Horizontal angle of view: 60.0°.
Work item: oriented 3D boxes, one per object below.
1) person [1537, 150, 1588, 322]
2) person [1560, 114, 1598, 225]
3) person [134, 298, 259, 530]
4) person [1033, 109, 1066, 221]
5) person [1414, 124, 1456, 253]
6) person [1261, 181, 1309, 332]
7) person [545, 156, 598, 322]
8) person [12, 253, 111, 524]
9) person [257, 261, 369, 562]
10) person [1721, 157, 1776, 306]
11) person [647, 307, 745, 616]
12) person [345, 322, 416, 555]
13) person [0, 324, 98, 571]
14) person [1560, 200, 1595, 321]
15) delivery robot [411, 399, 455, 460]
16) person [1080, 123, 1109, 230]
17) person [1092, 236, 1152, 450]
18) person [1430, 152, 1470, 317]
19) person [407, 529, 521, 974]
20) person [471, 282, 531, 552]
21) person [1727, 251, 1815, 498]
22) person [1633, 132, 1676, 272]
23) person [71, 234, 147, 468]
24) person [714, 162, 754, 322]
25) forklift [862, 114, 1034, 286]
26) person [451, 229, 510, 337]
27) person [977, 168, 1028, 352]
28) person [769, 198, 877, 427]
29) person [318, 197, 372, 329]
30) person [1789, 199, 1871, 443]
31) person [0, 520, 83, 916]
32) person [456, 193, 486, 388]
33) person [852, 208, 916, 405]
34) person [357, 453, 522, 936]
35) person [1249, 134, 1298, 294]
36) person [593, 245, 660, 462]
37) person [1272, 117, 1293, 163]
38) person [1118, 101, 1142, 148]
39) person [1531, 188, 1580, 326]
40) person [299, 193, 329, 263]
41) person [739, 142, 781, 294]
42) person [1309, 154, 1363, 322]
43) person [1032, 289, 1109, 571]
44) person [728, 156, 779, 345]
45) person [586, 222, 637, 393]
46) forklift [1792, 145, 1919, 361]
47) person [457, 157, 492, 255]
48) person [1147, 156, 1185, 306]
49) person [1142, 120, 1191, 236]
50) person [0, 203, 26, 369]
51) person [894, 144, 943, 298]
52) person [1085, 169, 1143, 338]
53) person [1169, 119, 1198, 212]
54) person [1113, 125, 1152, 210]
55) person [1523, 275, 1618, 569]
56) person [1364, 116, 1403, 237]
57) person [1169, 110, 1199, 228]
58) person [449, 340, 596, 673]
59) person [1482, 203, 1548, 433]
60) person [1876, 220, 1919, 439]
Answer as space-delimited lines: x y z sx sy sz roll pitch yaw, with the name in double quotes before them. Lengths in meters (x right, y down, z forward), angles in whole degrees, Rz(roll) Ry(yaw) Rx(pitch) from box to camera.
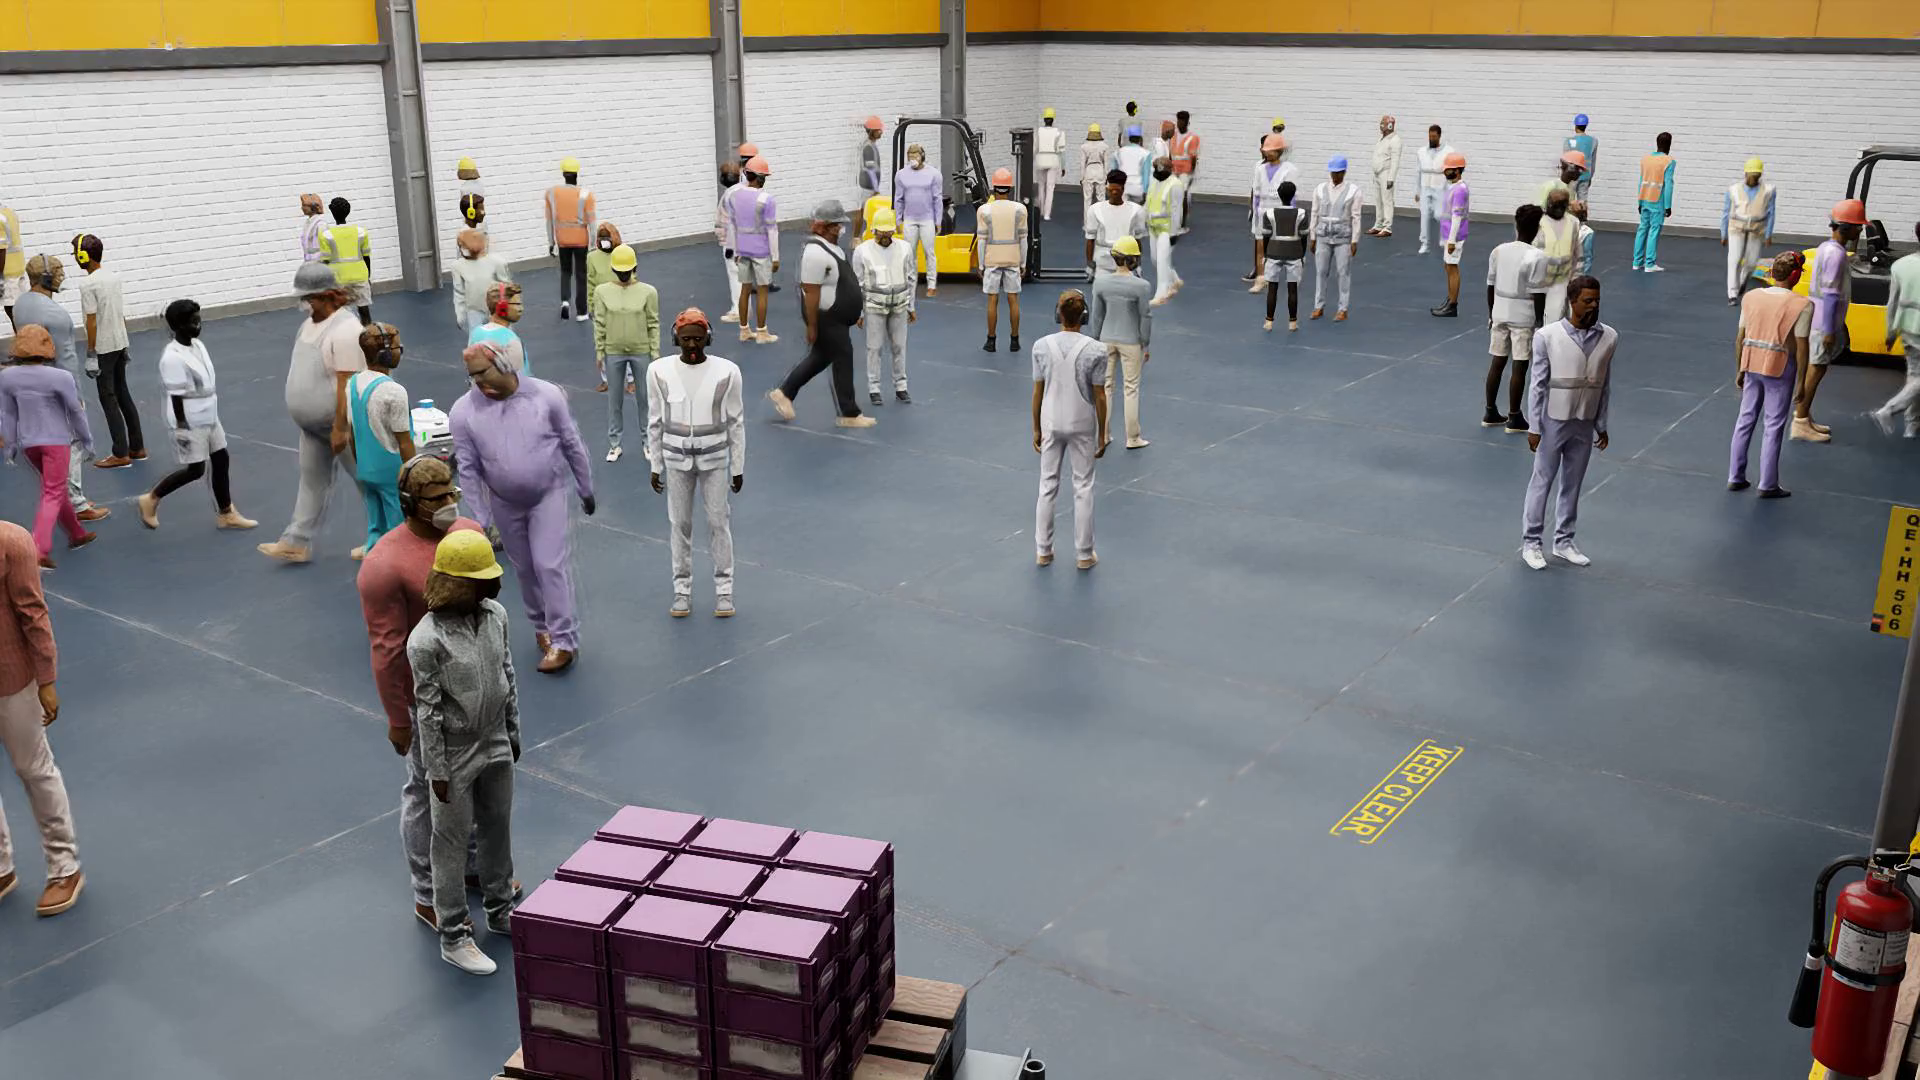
"person" 6.850 -3.481 19.214 0.595 1.993 0.641 15 23 39
"person" 9.831 -5.793 26.525 0.602 1.949 0.387 -4 18 -13
"person" -5.348 -0.842 11.479 0.688 1.669 0.543 -1 18 -2
"person" 1.534 -6.537 28.949 0.615 1.877 0.977 2 18 7
"person" 7.138 -5.283 25.005 0.616 1.900 0.600 11 21 31
"person" 3.668 -3.203 18.829 0.535 1.698 0.318 3 18 8
"person" -4.504 -3.493 19.378 0.606 1.916 0.420 1 18 4
"person" -6.373 -1.057 11.751 0.635 1.929 0.381 14 22 37
"person" -4.170 -0.810 10.790 0.693 2.000 0.876 16 24 41
"person" 9.747 -3.839 20.628 0.603 1.817 0.654 6 19 18
"person" -1.569 -0.456 9.948 0.575 1.880 0.360 0 18 -1
"person" -3.306 -0.342 9.643 0.516 1.843 0.327 12 21 34
"person" -6.009 -0.619 10.927 0.511 1.591 0.839 2 18 6
"person" 6.422 -2.748 17.498 0.315 1.641 0.514 -7 19 -22
"delivery robot" -4.227 -0.876 13.247 0.477 0.478 0.707 -12 21 -33
"person" 2.219 -6.002 27.526 0.485 1.736 0.308 1 18 2
"person" 1.345 -1.634 13.816 0.526 1.765 0.329 10 20 29
"person" 5.835 -3.627 19.788 0.389 1.930 0.544 3 18 10
"person" -1.820 0.792 6.279 0.320 1.737 0.483 9 20 26
"person" -3.023 -0.784 11.027 0.377 1.841 0.567 -15 23 -39
"person" 6.039 -1.228 12.413 0.384 1.845 0.569 -11 21 -30
"person" 9.680 -4.710 23.205 0.397 1.911 0.587 -7 19 -20
"person" -6.816 -1.503 13.264 0.340 1.857 0.524 1 18 2
"person" -2.648 -3.473 19.480 0.439 1.849 0.640 1 18 4
"forklift" -0.171 -4.594 22.377 2.313 2.155 1.214 1 18 3
"person" -4.433 -2.119 15.598 0.583 1.596 0.416 -3 18 -8
"person" 0.445 -2.965 17.697 0.545 1.938 0.355 -2 18 -6
"person" -1.233 -2.002 14.518 0.936 2.000 0.683 1 18 4
"person" -6.343 -2.694 17.239 0.535 1.697 0.318 -13 22 -36
"person" 7.339 -1.846 14.038 0.387 2.037 0.606 7 19 22
"person" -3.906 0.564 6.598 0.625 1.980 0.411 -2 18 -6
"person" -4.673 -2.397 16.054 0.322 1.862 0.512 -5 18 -15
"person" -0.691 -2.154 15.355 0.603 1.820 0.403 -7 19 -21
"person" -2.032 0.597 6.555 0.357 1.938 0.638 8 19 23
"person" 4.071 -4.208 21.445 0.617 2.024 0.818 14 23 38
"person" -2.676 -1.500 13.405 0.524 1.760 0.328 -2 18 -8
"person" 5.428 -6.351 28.567 0.533 1.766 0.318 -2 18 -7
"person" 3.252 -7.397 31.676 0.508 1.868 0.328 8 19 23
"person" 6.035 -2.738 17.191 0.636 1.818 0.664 -2 18 -6
"person" -6.974 -2.946 18.120 0.307 1.640 0.520 -14 22 -37
"person" -2.608 -4.108 21.290 0.578 1.920 0.653 14 22 36
"person" 4.382 -3.526 19.455 0.609 1.940 0.414 11 21 31
"person" 0.708 -0.708 10.812 0.502 1.837 0.349 6 19 18
"person" -2.209 -3.140 18.106 0.612 2.029 0.407 10 20 29
"person" -3.303 -2.207 15.832 0.501 1.627 0.271 3 18 8
"forklift" 9.803 -2.879 17.013 2.313 2.155 1.214 12 21 33
"person" -6.229 -4.019 21.312 0.326 1.742 0.490 4 18 12
"person" 2.596 -3.853 20.685 0.680 1.814 0.665 -9 20 -25
"person" 3.269 -5.776 26.650 0.942 1.832 0.587 5 18 16
"person" -9.719 -2.729 16.926 0.378 1.959 0.604 -4 18 -13
"person" -0.528 -4.043 21.091 0.635 1.929 0.374 4 18 12
"person" 1.616 -2.898 17.442 0.614 1.963 0.361 -2 18 -5
"person" 3.978 -6.728 29.763 0.532 1.758 0.345 -3 18 -10
"person" 2.520 -5.240 24.913 0.618 1.897 0.880 6 19 18
"person" 3.967 -0.772 10.863 0.593 1.922 0.392 -5 18 -14
"person" 6.815 -5.848 26.764 0.406 1.910 0.639 -3 18 -10
"person" 3.692 -6.131 27.580 0.467 1.946 0.622 -14 23 -37
"person" -2.404 -0.182 9.145 0.725 1.855 0.749 -1 18 -3
"person" 4.805 -1.910 14.349 0.361 1.963 0.616 -9 20 -27
"person" 8.096 -1.757 14.021 0.717 1.873 0.616 -7 19 -22
